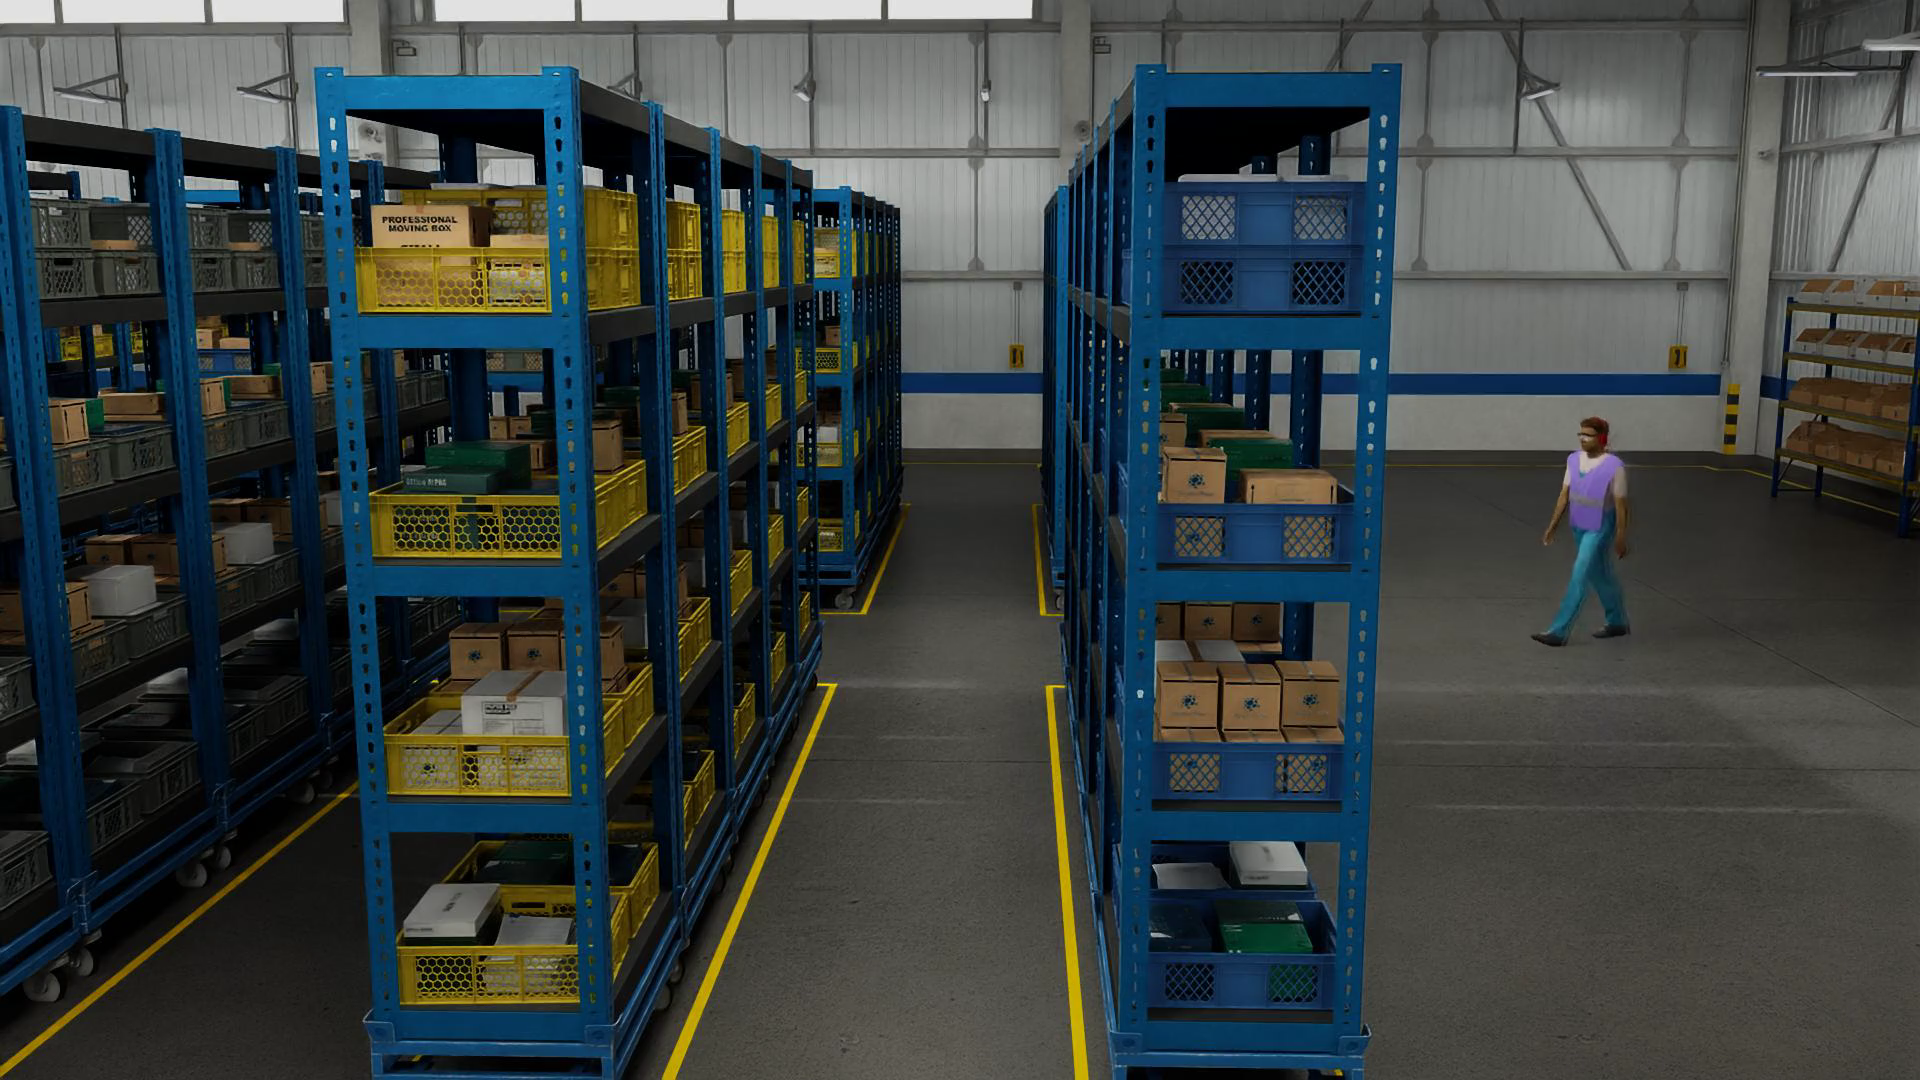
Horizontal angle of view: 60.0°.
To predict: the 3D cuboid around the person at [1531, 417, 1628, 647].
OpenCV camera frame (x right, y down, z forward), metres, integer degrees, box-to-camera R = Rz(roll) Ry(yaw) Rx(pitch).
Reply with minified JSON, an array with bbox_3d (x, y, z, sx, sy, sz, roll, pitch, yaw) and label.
[{"bbox_3d":[4.916,-0.070,13.020,0.994,1.795,0.578,-3,10,-17],"label":"person"}]
